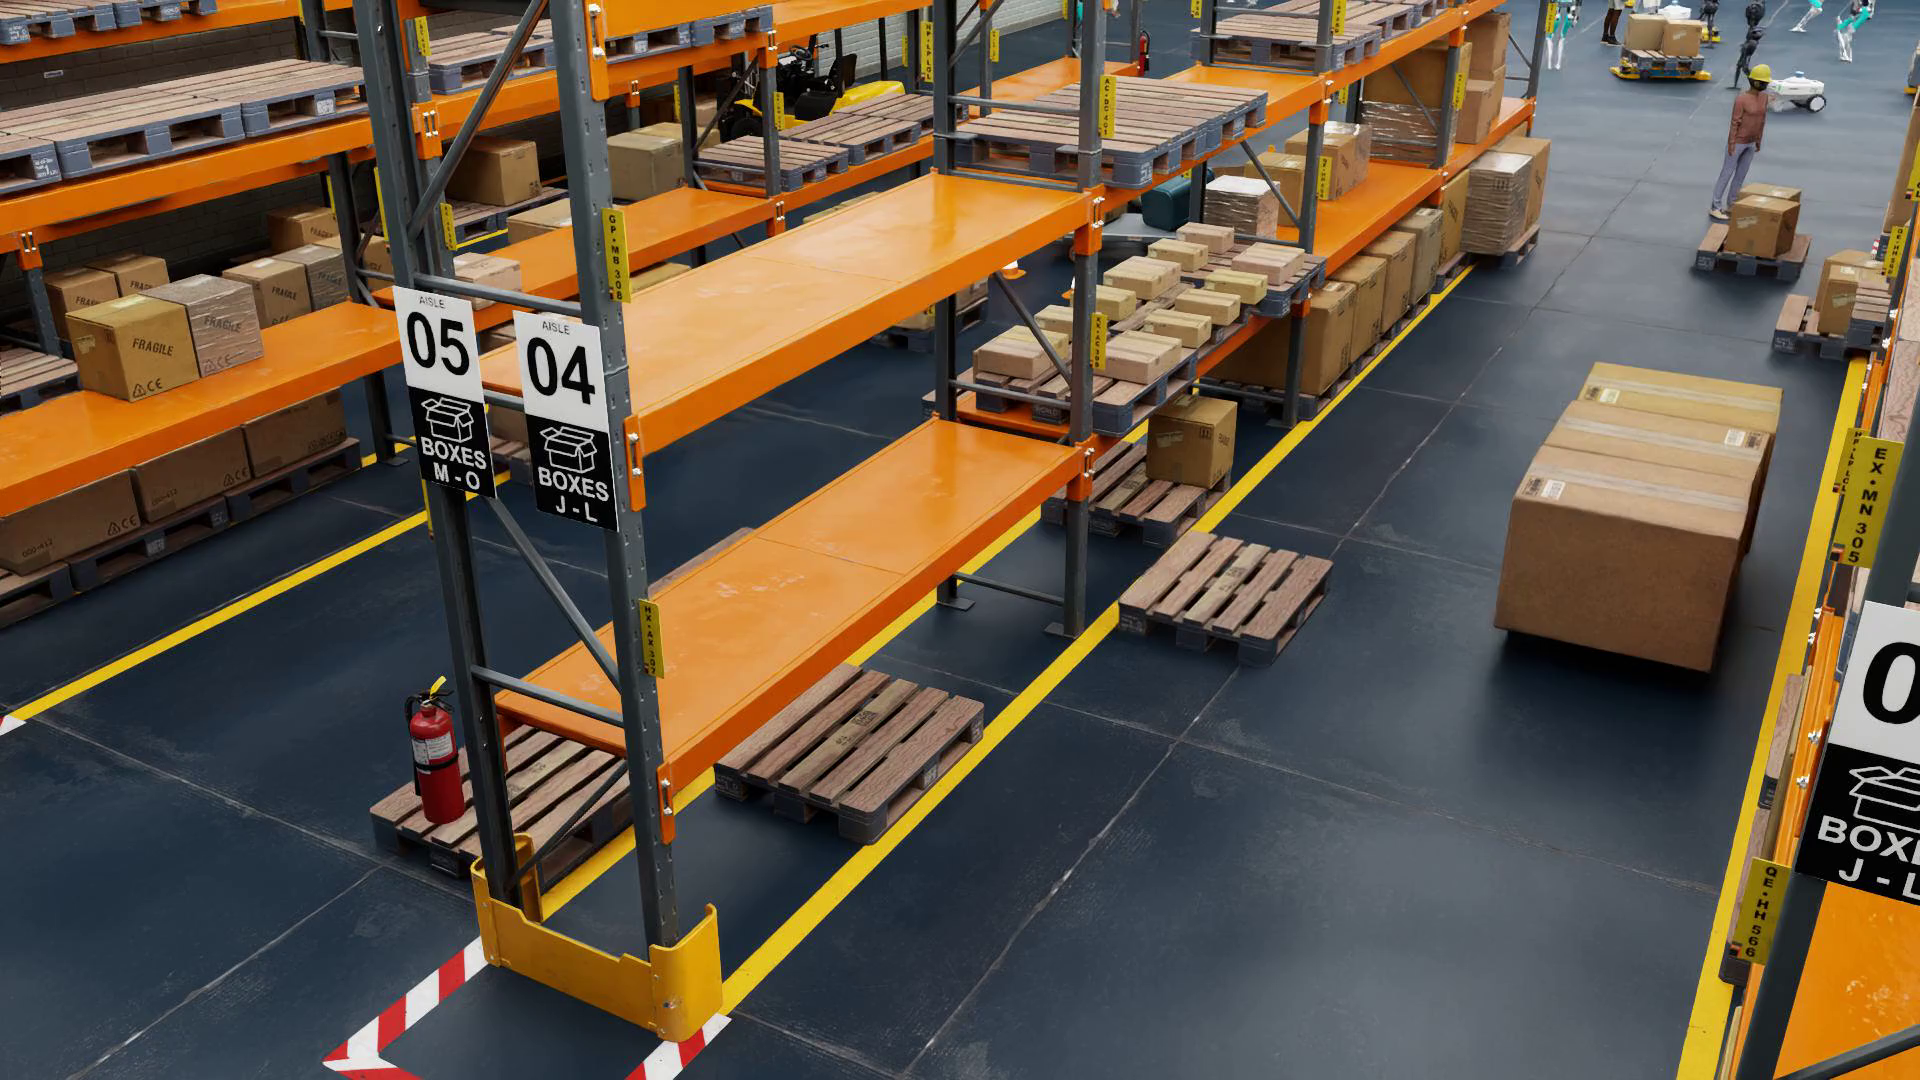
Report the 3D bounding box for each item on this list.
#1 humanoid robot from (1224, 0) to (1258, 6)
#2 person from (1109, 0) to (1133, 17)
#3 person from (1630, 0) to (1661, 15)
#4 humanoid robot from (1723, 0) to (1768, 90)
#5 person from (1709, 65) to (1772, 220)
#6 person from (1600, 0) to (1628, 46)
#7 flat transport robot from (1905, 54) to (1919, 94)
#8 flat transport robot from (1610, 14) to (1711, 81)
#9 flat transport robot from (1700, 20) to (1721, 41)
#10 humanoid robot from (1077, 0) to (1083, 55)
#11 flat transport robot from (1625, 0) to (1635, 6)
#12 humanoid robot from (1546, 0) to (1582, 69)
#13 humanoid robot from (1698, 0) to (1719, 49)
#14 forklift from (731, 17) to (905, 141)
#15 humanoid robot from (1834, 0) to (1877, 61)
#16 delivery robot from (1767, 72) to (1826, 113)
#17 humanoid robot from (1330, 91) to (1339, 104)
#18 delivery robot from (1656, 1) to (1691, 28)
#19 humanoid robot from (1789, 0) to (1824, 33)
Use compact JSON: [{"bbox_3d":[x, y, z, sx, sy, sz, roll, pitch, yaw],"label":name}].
[{"bbox_3d":[5.749,-11.905,34.385,0.975,1.734,0.543,-6,26,-12],"label":"humanoid robot"},{"bbox_3d":[3.350,-11.446,33.259,0.629,1.900,0.984,15,30,29],"label":"person"},{"bbox_3d":[11.669,-9.057,28.261,0.591,1.918,0.390,-12,28,-23],"label":"person"},{"bbox_3d":[12.450,-7.856,26.070,0.628,1.638,0.616,14,29,27],"label":"humanoid robot"},{"bbox_3d":[9.035,-4.574,19.134,0.518,1.758,0.341,-13,29,-25],"label":"person"},{"bbox_3d":[11.937,-9.963,30.088,0.361,1.965,0.612,-1,26,-3],"label":"person"},{"bbox_3d":[15.430,-6.908,25.695,0.659,0.231,1.431,-11,28,-22],"label":"flat transport robot"},{"bbox_3d":[11.566,-7.757,27.460,1.431,0.231,0.659,2,26,5],"label":"flat transport robot"},{"bbox_3d":[13.760,-9.570,31.227,0.659,0.231,1.431,4,26,7],"label":"flat transport robot"},{"bbox_3d":[2.258,-9.325,29.024,0.708,1.779,0.544,-22,33,-37],"label":"humanoid robot"},{"bbox_3d":[14.205,-11.511,35.260,0.659,0.231,1.431,0,26,1],"label":"flat transport robot"},{"bbox_3d":[10.092,-8.797,27.948,0.539,1.801,0.702,2,26,4],"label":"humanoid robot"},{"bbox_3d":[13.396,-9.670,29.815,0.558,1.642,0.611,20,32,35],"label":"humanoid robot"},{"bbox_3d":[-1.819,-5.975,21.543,2.313,2.155,1.214,14,29,26],"label":"forklift"},{"bbox_3d":[15.399,-9.134,28.642,0.552,1.804,0.697,-13,28,-25],"label":"humanoid robot"},{"bbox_3d":[12.580,-6.711,24.976,0.792,0.611,0.499,0,26,0],"label":"delivery robot"},{"bbox_3d":[5.723,-7.524,25.394,0.600,1.627,0.770,19,31,34],"label":"humanoid robot"},{"bbox_3d":[13.564,-9.961,31.683,0.746,0.570,0.499,-16,30,-29],"label":"delivery robot"},{"bbox_3d":[16.031,-10.444,31.271,0.698,1.727,0.544,5,26,10],"label":"humanoid robot"}]
